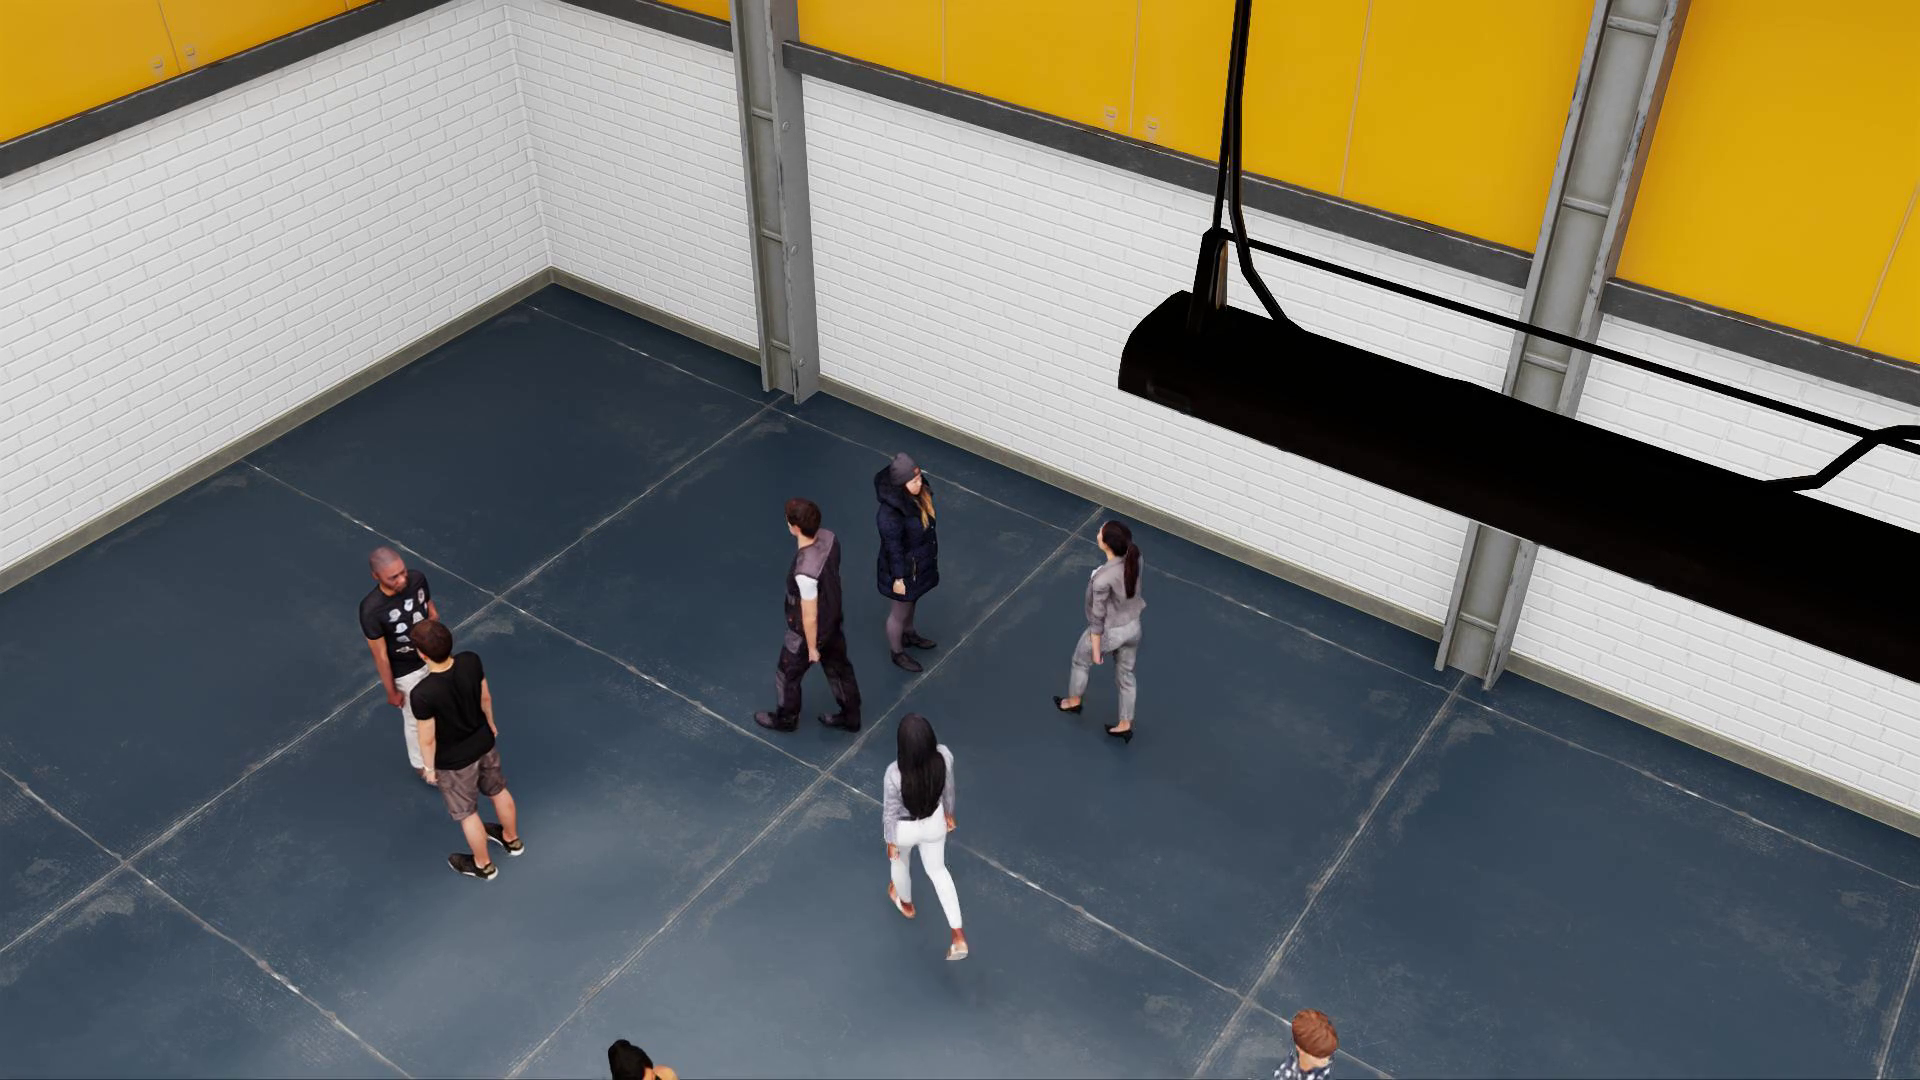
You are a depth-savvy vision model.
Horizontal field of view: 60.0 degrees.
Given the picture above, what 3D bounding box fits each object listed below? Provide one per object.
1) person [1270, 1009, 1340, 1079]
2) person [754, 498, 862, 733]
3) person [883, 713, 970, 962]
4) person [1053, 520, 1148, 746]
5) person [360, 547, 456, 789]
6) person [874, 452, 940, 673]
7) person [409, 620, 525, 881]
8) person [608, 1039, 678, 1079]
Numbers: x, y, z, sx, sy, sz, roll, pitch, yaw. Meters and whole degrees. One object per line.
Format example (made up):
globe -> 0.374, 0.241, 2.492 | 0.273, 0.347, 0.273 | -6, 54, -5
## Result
person -> 1.572, 2.697, 7.953 | 0.701, 1.427, 0.859 | -21, 43, -24
person -> -0.794, 0.528, 10.355 | 0.994, 1.819, 0.800 | 11, 40, 13
person -> -0.198, 1.639, 9.059 | 0.923, 1.701, 1.133 | -18, 42, -21
person -> 1.017, 0.633, 10.359 | 0.751, 1.650, 0.924 | -29, 47, -31
person -> -3.329, 0.739, 10.107 | 0.613, 1.799, 0.676 | 19, 42, 22
person -> -0.359, 0.133, 10.966 | 0.738, 1.674, 0.737 | 13, 40, 16
person -> -2.826, 1.193, 9.490 | 0.543, 1.859, 0.651 | 23, 44, 26
person -> -1.443, 2.808, 7.636 | 0.873, 1.651, 0.665 | 18, 42, 21
